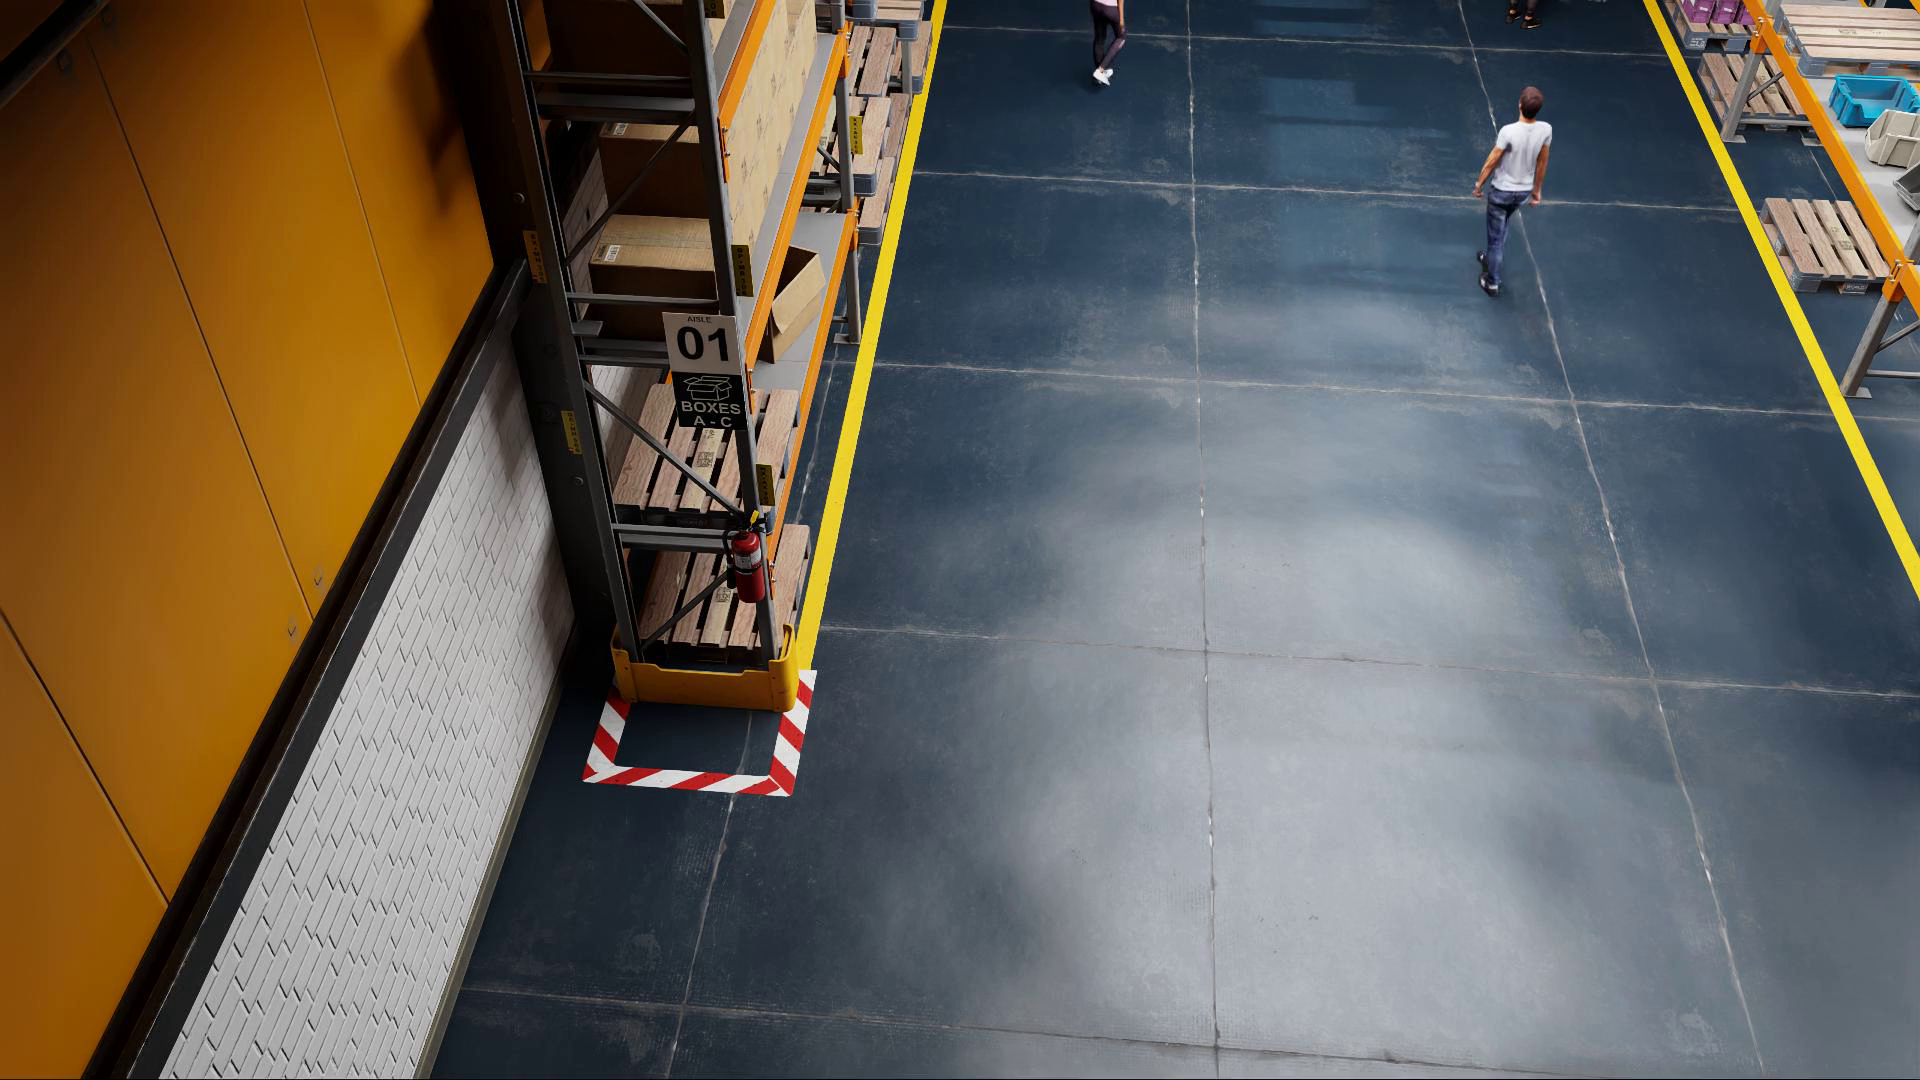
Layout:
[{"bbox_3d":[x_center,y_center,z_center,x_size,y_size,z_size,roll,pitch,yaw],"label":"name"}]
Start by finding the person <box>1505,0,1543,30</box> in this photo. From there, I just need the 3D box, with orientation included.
[{"bbox_3d":[6.094,-6.263,17.530,0.752,1.722,0.695,-31,52,-28],"label":"person"}]

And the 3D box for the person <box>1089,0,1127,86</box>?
[{"bbox_3d":[1.421,-5.265,16.546,0.736,1.634,0.808,29,51,27],"label":"person"}]

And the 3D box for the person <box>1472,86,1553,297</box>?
[{"bbox_3d":[4.618,-2.853,13.857,0.791,1.850,0.907,-7,44,-7],"label":"person"}]
